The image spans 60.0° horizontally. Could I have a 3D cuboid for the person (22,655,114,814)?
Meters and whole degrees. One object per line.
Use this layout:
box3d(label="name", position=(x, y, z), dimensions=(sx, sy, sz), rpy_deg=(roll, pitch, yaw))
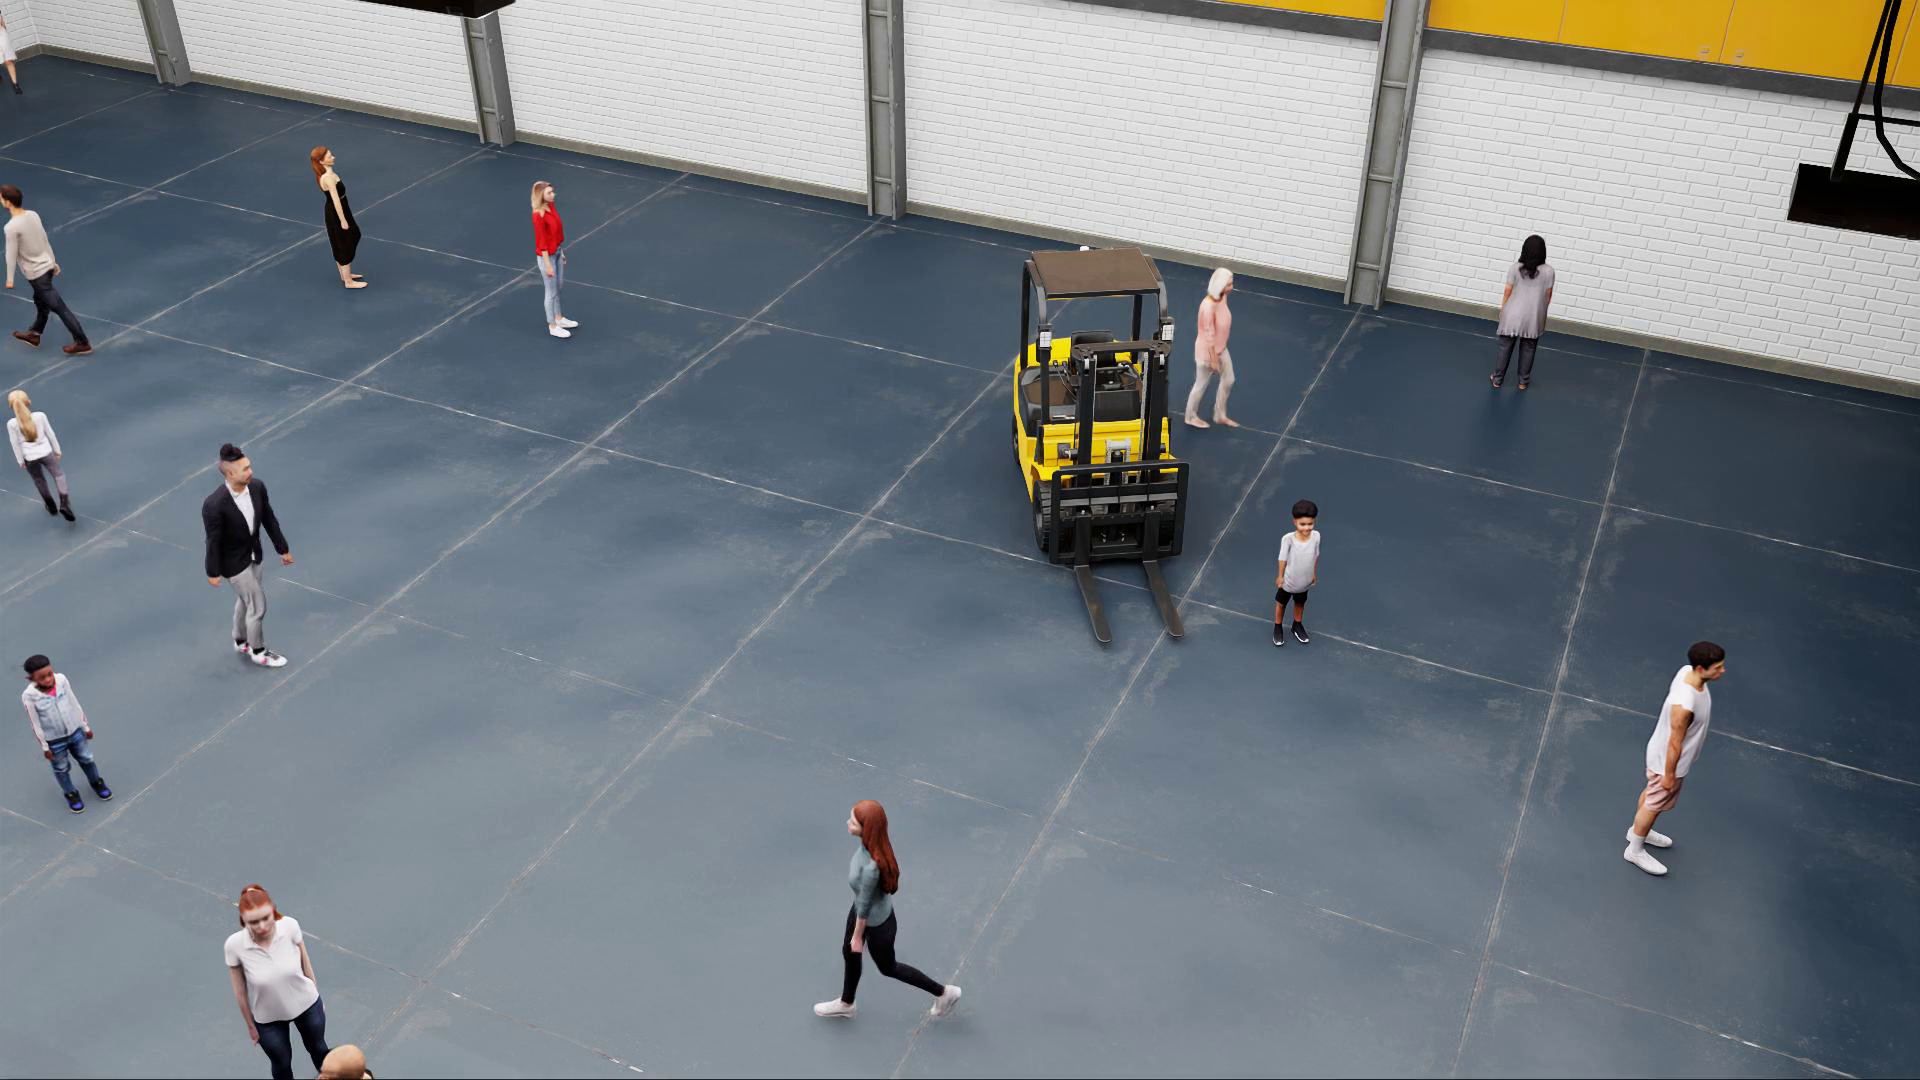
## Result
box3d(label="person", position=(-6.239, 1.309, 11.511), dimensions=(0.579, 1.261, 0.548), rpy_deg=(27, 42, 34))

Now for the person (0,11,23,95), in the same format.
box3d(label="person", position=(-14.055, -7.280, 24.197), dimensions=(0.824, 1.520, 1.101), rpy_deg=(-27, 42, -34))

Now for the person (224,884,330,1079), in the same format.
box3d(label="person", position=(-3.722, 2.577, 9.171), dimensions=(0.648, 1.739, 0.675), rpy_deg=(-21, 39, -28))

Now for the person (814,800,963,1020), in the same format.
box3d(label="person", position=(-0.423, 2.229, 9.714), dimensions=(1.194, 1.717, 0.918), rpy_deg=(0, 34, -1))

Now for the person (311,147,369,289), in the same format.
box3d(label="person", position=(-6.971, -3.620, 18.597), dimensions=(0.747, 1.625, 0.677), rpy_deg=(-15, 36, -21))

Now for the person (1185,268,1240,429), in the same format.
box3d(label="person", position=(2.303, -1.825, 15.822), dimensions=(0.741, 1.707, 0.612), rpy_deg=(15, 36, 21))

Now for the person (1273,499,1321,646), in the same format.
box3d(label="person", position=(2.659, 0.239, 13.119), dimensions=(0.566, 1.262, 0.639), rpy_deg=(-5, 34, -7))

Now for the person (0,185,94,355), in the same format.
box3d(label="person", position=(-9.361, -2.724, 17.066), dimensions=(1.194, 1.827, 0.952), rpy_deg=(0, 34, 0))

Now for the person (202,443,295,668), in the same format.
box3d(label="person", position=(-5.573, 0.120, 12.709), dimensions=(0.787, 1.915, 0.764), rpy_deg=(18, 38, 25))

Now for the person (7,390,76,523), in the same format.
box3d(label="person", position=(-8.052, -0.718, 14.554), dimensions=(0.736, 1.266, 0.860), rpy_deg=(-19, 38, -27))

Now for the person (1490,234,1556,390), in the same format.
box3d(label="person", position=(5.621, -2.275, 16.585), dimensions=(0.655, 1.613, 0.748), rpy_deg=(7, 34, 10))

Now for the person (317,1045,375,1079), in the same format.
box3d(label="person", position=(-2.901, 3.141, 8.252), dimensions=(0.766, 1.817, 0.669), rpy_deg=(-16, 37, -23))

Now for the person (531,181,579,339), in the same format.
box3d(label="person", position=(-4.322, -2.981, 17.563), dimensions=(0.608, 1.705, 0.669), rpy_deg=(5, 34, 7))

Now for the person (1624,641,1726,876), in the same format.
box3d(label="person", position=(4.673, 1.387, 10.917), dimensions=(0.556, 1.787, 0.650), rpy_deg=(16, 37, 23))
